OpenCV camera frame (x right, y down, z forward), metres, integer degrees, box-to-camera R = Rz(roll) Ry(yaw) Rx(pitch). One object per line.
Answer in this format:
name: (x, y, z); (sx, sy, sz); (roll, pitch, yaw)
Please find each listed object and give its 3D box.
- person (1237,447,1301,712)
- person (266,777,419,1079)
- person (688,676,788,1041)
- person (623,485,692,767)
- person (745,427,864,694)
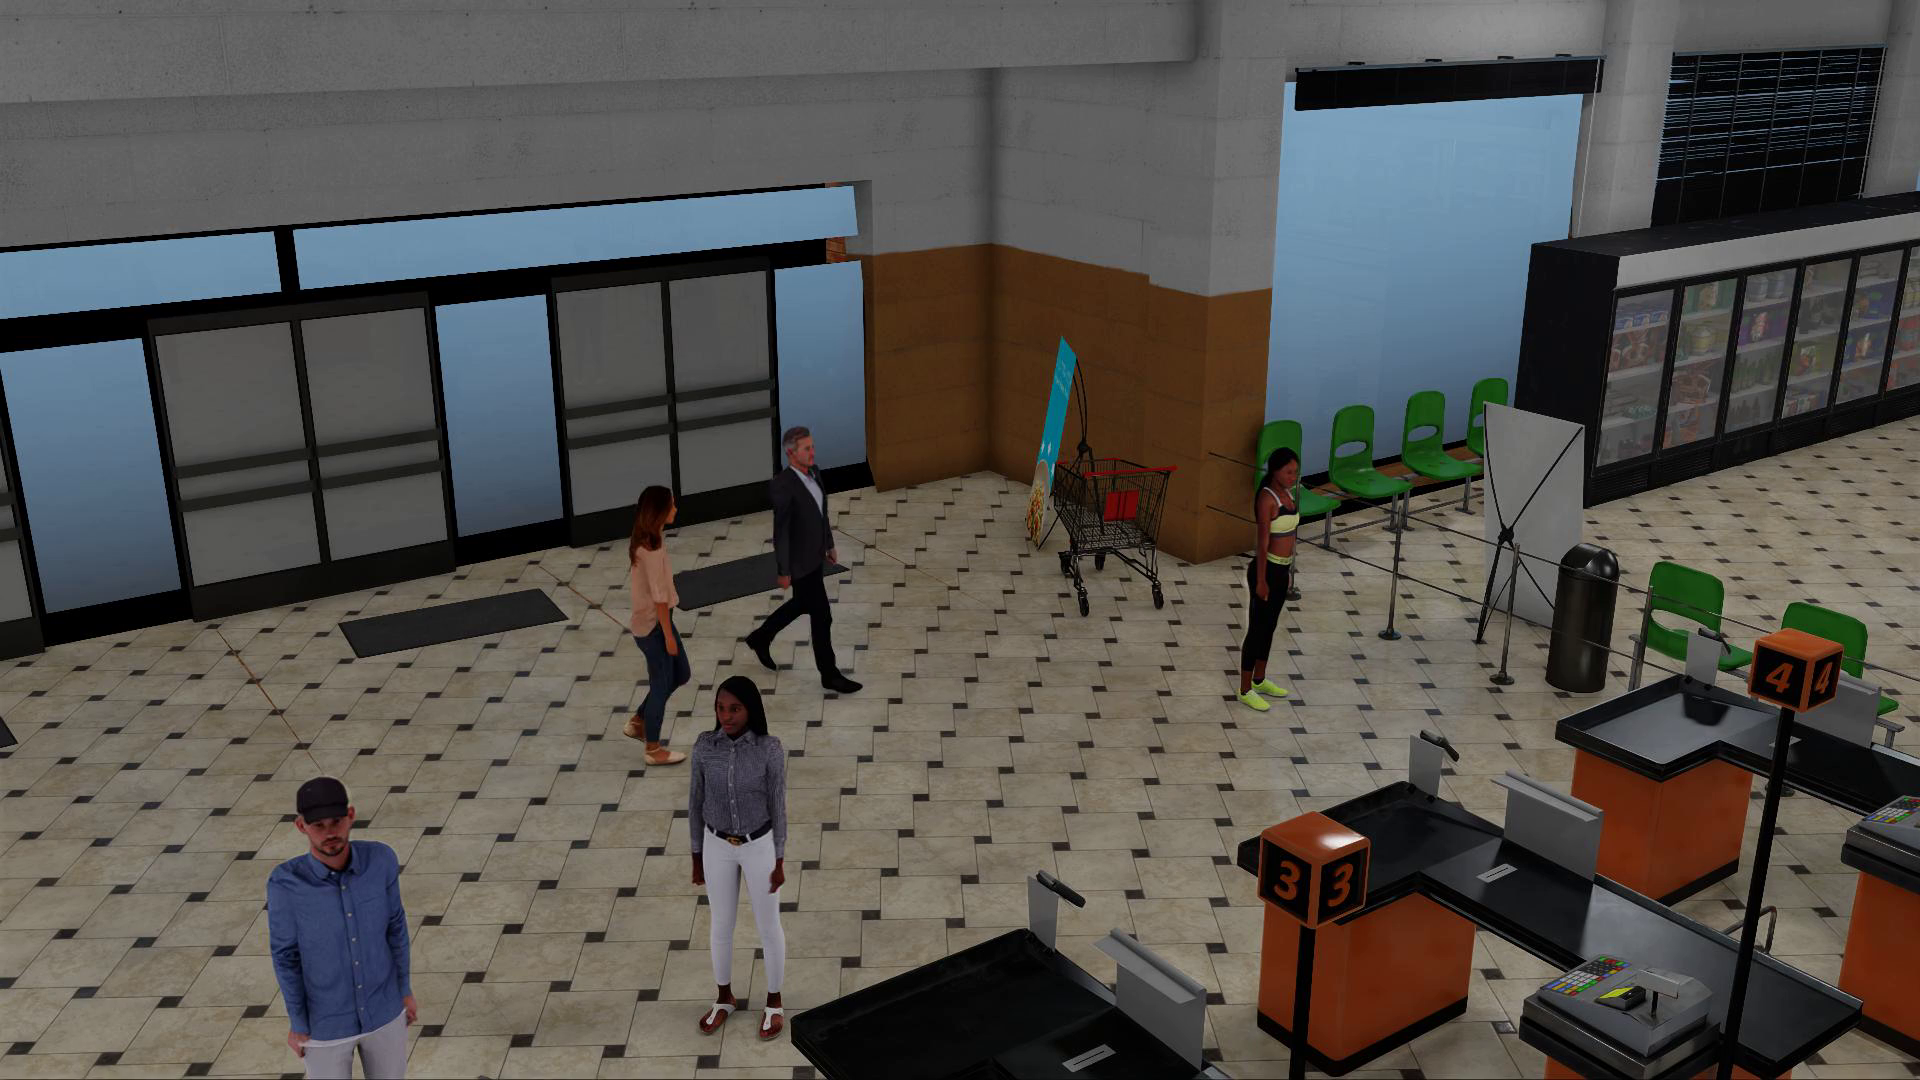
person: (2.025, 0.232, 10.909); (0.608, 1.754, 0.628); (13, 23, 34)
person: (-2.272, 1.747, 6.204); (0.642, 1.889, 0.555); (-13, 23, -34)
person: (-0.979, 1.410, 7.460); (0.669, 1.725, 0.728); (3, 19, 9)
person: (-1.915, 0.543, 9.950); (0.788, 1.778, 0.725); (-3, 19, -8)
person: (-1.104, 0.113, 11.170); (1.262, 1.812, 1.142); (5, 19, 16)
